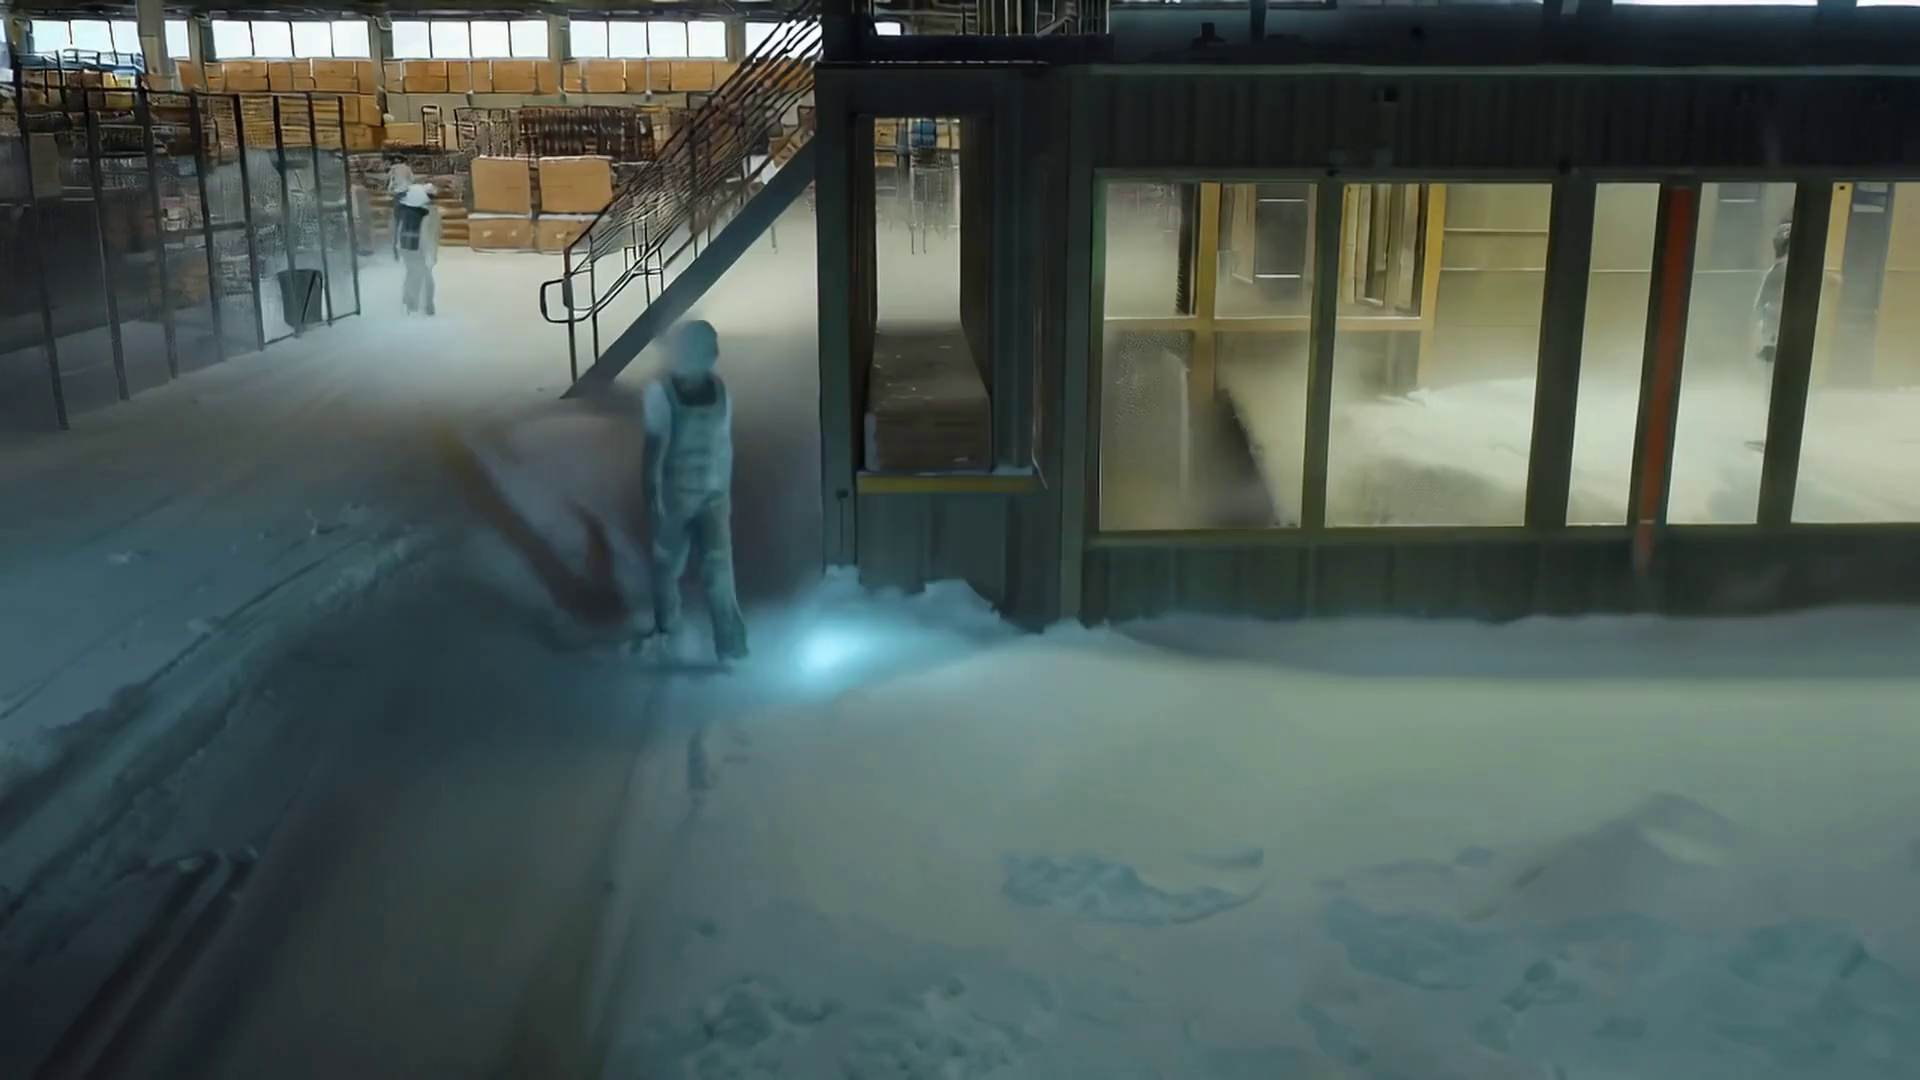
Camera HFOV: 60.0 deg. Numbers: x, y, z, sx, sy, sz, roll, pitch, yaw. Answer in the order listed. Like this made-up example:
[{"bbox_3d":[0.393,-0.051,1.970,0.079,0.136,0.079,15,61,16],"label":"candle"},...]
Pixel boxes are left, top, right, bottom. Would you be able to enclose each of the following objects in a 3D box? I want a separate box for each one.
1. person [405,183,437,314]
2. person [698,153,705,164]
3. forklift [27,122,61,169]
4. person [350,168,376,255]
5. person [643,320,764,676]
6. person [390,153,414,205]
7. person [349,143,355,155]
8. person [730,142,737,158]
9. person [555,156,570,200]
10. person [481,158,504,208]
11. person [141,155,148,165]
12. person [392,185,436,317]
[{"bbox_3d":[-7.986,-4.303,24.532,0.550,1.884,0.988,-8,16,-30],"label":"person"},{"bbox_3d":[-11.911,-17.280,76.155,0.549,2.026,0.611,9,17,32],"label":"person"},{"bbox_3d":[-35.376,-14.773,64.377,1.129,2.768,1.873,-1,14,-2],"label":"forklift"},{"bbox_3d":[-12.652,-6.932,35.186,0.426,1.819,0.621,1,14,4],"label":"person"},{"bbox_3d":[-1.343,-0.216,8.426,0.552,1.777,1.015,-9,17,-31],"label":"person"},{"bbox_3d":[-14.853,-9.305,44.327,0.612,1.991,0.392,-6,15,-23],"label":"person"},{"bbox_3d":[-33.730,-21.112,92.078,0.787,1.712,0.569,-3,14,-13],"label":"person"},{"bbox_3d":[-11.614,-19.547,85.558,0.372,1.843,0.570,2,14,8],"label":"person"},{"bbox_3d":[-14.067,-12.786,58.962,0.502,1.632,0.277,-4,15,-15],"label":"person"},{"bbox_3d":[-12.030,-8.828,42.609,0.852,1.909,0.550,8,16,28],"label":"person"},{"bbox_3d":[-40.552,-18.935,82.906,0.391,1.948,0.606,11,18,36],"label":"person"},{"bbox_3d":[-7.872,-4.161,23.985,0.630,1.879,0.480,6,15,23],"label":"person"}]
